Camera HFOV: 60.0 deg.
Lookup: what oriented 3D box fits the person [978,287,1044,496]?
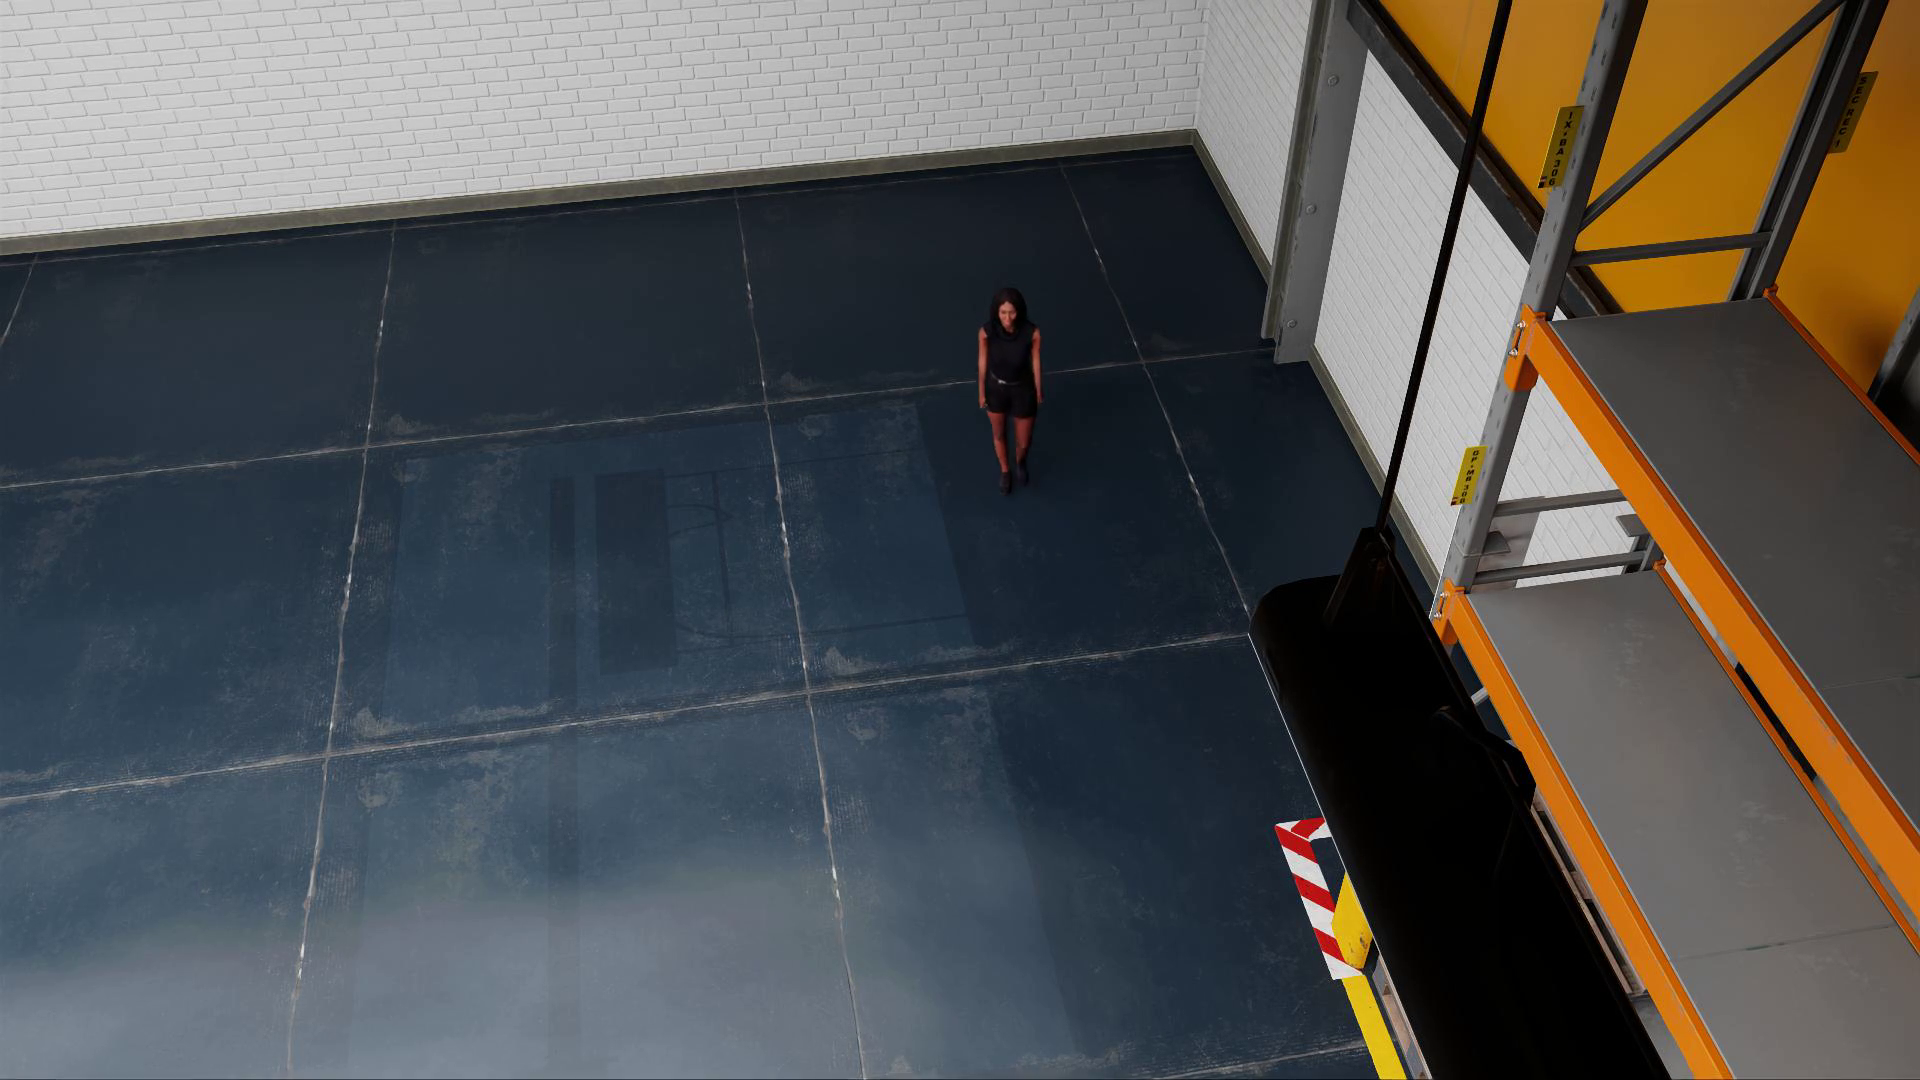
[{"bbox_3d":[0.346,-1.079,11.617,0.677,1.727,0.681,2,44,2],"label":"person"}]
